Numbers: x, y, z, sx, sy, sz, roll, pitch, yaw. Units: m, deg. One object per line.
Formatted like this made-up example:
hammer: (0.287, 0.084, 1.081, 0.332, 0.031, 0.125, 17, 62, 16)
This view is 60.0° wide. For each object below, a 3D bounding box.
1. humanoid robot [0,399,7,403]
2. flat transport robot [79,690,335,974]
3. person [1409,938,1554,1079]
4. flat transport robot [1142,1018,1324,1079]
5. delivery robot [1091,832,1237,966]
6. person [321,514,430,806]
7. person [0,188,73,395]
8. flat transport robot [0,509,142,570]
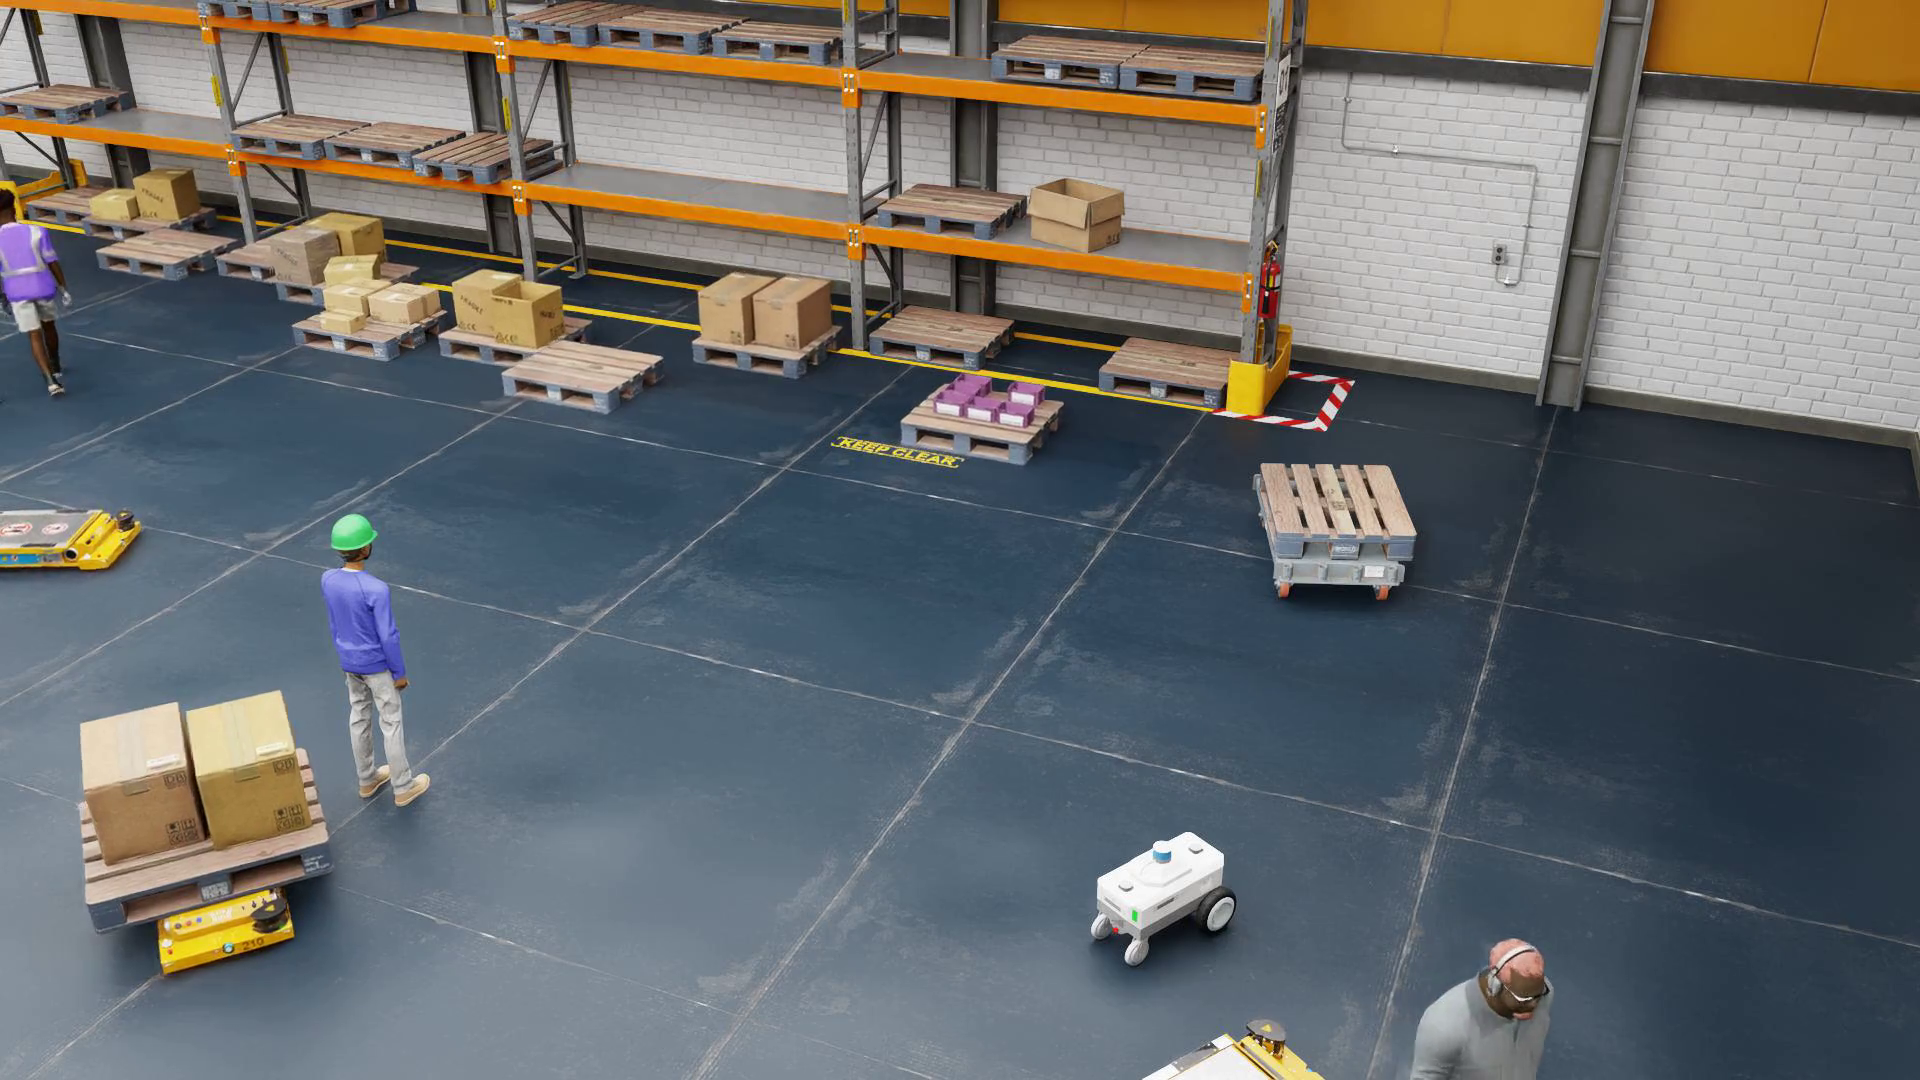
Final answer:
humanoid robot: (-9.221, -1.912, 15.130, 0.709, 1.628, 0.604, -6, 28, -12)
flat transport robot: (-4.191, 1.847, 9.350, 0.659, 0.231, 1.431, -13, 30, -24)
person: (2.026, 2.285, 6.774, 0.674, 1.861, 0.887, -14, 30, -25)
flat transport robot: (1.102, 2.725, 7.647, 1.431, 0.231, 0.659, -17, 32, -30)
delivery robot: (1.079, 1.883, 8.954, 0.774, 0.581, 0.499, -20, 33, -33)
person: (-3.473, 0.707, 9.829, 0.458, 1.865, 0.382, 10, 29, 18)
person: (-8.758, -2.339, 15.682, 0.633, 1.911, 0.951, -19, 33, -32)
flat transport robot: (-7.221, 0.010, 12.912, 1.431, 0.231, 0.659, -1, 27, -2)
